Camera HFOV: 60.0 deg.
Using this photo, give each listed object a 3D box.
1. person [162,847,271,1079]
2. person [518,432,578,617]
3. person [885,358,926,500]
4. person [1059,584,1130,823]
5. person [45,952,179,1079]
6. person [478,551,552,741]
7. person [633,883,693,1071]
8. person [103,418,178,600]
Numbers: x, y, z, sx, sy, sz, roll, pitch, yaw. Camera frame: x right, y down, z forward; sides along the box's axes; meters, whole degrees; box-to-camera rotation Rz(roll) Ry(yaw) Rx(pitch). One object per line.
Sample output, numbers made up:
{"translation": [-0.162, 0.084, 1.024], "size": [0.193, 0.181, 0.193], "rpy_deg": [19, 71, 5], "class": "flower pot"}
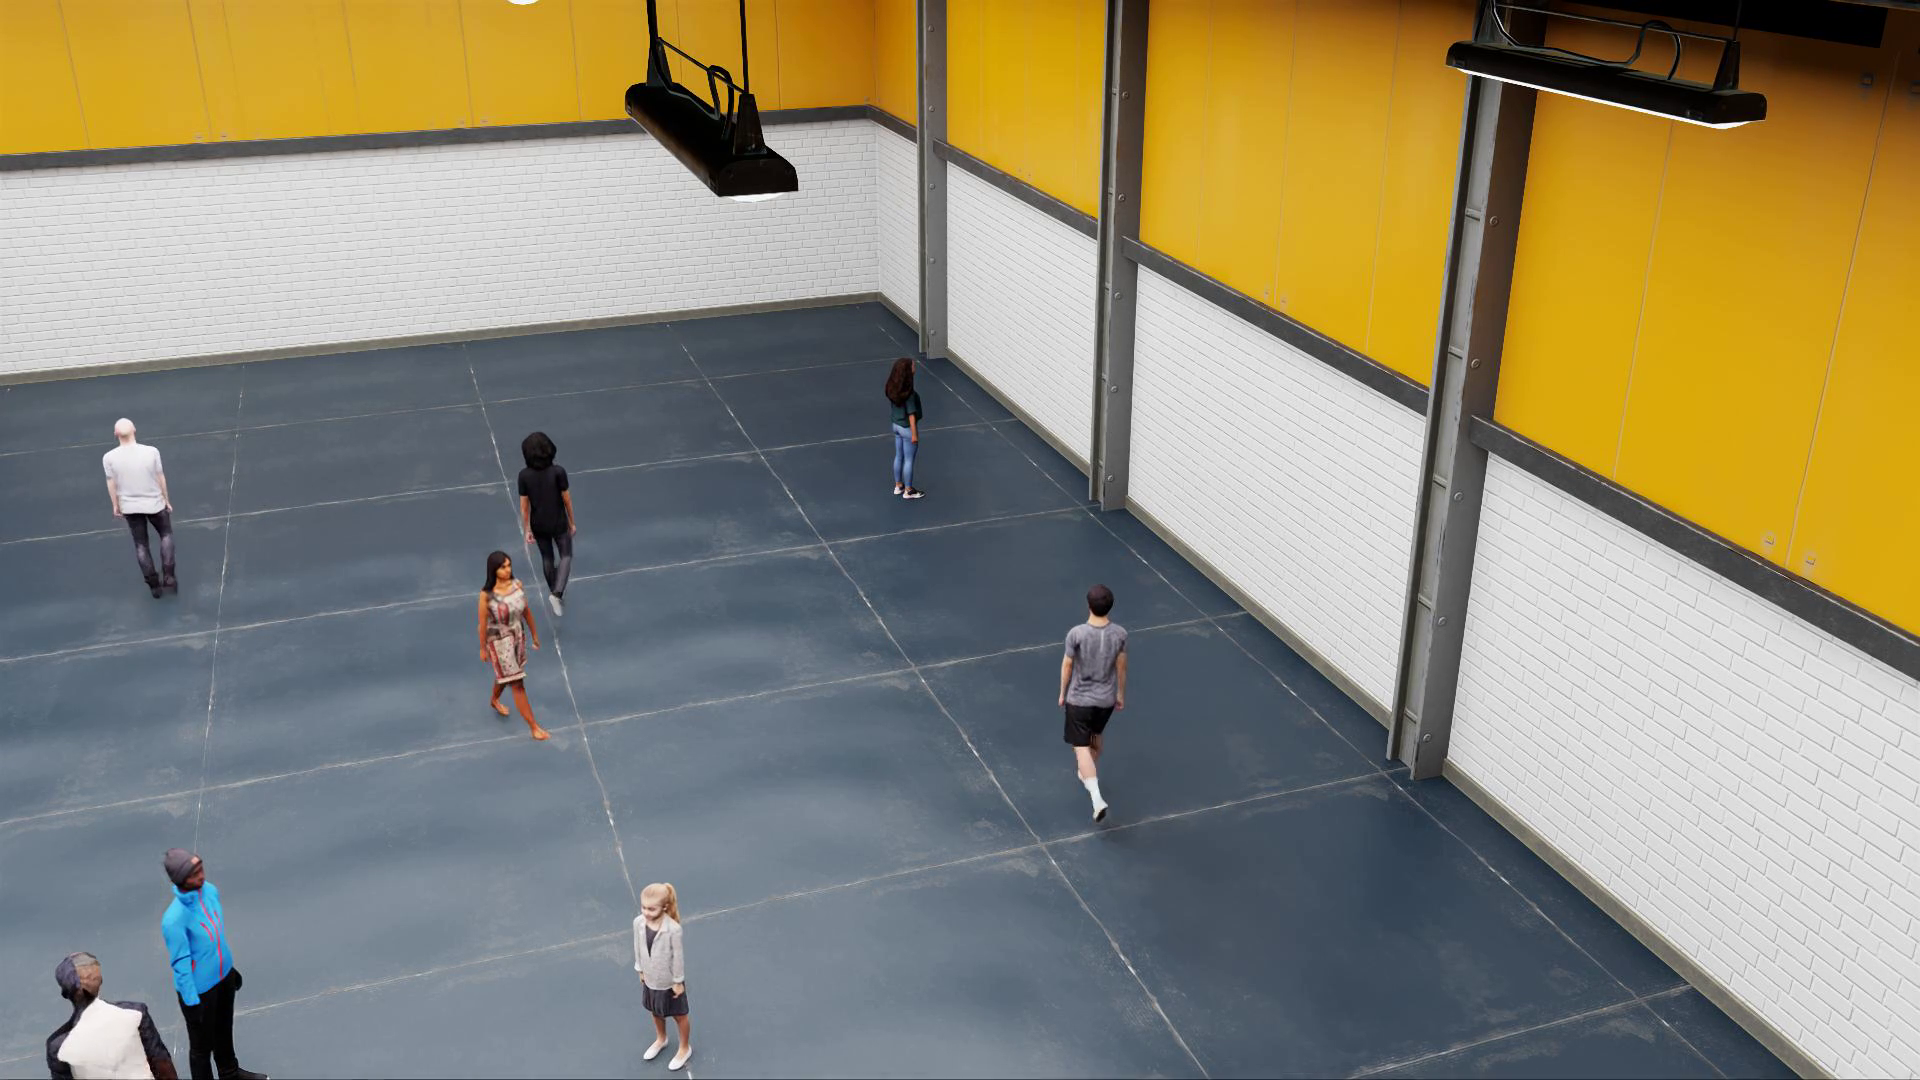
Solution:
{"translation": [-4.407, 2.564, 9.693], "size": [0.752, 1.793, 0.634], "rpy_deg": [3, 24, 8], "class": "person"}
{"translation": [-3.911, -0.129, 15.820], "size": [0.805, 1.820, 0.983], "rpy_deg": [-2, 24, -4], "class": "person"}
{"translation": [-0.618, -1.265, 18.673], "size": [0.719, 1.617, 0.610], "rpy_deg": [-15, 28, -31], "class": "person"}
{"translation": [1.024, 1.252, 12.638], "size": [0.769, 1.839, 1.156], "rpy_deg": [-5, 24, -11], "class": "person"}
{"translation": [-4.256, 3.024, 8.569], "size": [0.951, 1.851, 1.157], "rpy_deg": [-18, 29, -35], "class": "person"}
{"translation": [-3.822, 0.841, 13.877], "size": [1.207, 1.599, 0.997], "rpy_deg": [18, 29, 35], "class": "person"}
{"translation": [-1.809, 2.642, 10.161], "size": [0.598, 1.275, 0.656], "rpy_deg": [10, 25, 21], "class": "person"}
{"translation": [-7.942, -0.282, 16.163], "size": [0.693, 1.825, 0.654], "rpy_deg": [-10, 26, -22], "class": "person"}
